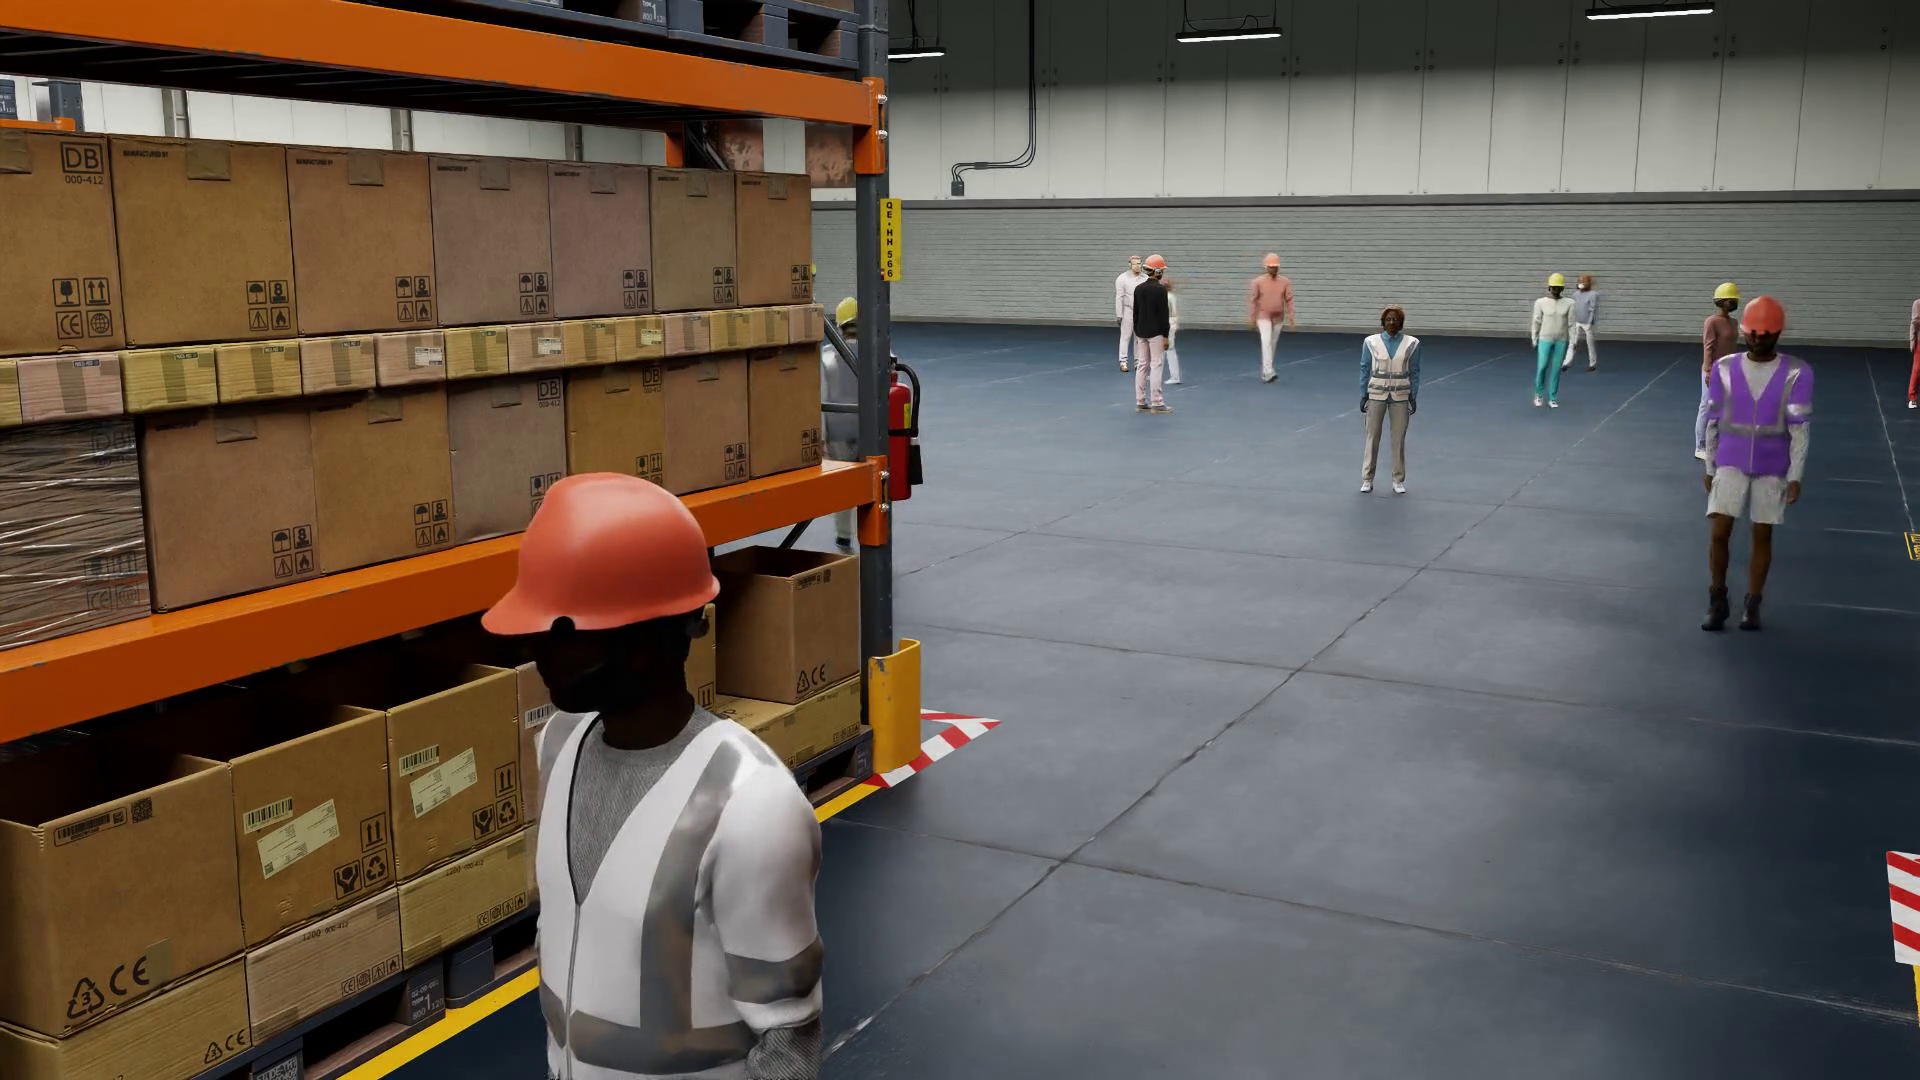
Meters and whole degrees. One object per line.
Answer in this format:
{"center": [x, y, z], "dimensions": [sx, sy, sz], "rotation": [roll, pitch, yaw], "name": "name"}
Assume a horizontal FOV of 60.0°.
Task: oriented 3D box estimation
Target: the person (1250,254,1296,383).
{"center": [4.782, -3.369, 25.360], "dimensions": [0.630, 1.937, 1.012], "rotation": [-1, 10, -8], "name": "person"}

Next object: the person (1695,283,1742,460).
{"center": [7.609, -1.681, 16.651], "dimensions": [0.525, 1.772, 0.305], "rotation": [-8, 13, -37], "name": "person"}

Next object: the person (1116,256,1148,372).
{"center": [2.884, -3.727, 27.433], "dimensions": [0.654, 1.906, 0.406], "rotation": [-5, 11, -23], "name": "person"}

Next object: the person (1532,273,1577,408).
{"center": [7.734, -2.584, 21.629], "dimensions": [0.532, 1.754, 0.470], "rotation": [1, 10, 7], "name": "person"}

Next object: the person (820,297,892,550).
{"center": [-0.731, -0.788, 11.670], "dimensions": [0.599, 1.812, 0.708], "rotation": [-3, 11, -15], "name": "person"}

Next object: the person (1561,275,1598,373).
{"center": [10.124, -3.509, 27.102], "dimensions": [0.859, 1.591, 0.516], "rotation": [-7, 13, -35], "name": "person"}

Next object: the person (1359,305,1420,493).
{"center": [3.740, -1.226, 14.523], "dimensions": [0.514, 1.641, 0.307], "rotation": [2, 11, 10], "name": "person"}

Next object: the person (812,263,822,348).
{"center": [-2.704, -3.942, 28.975], "dimensions": [0.983, 1.770, 0.604], "rotation": [-1, 10, -6], "name": "person"}

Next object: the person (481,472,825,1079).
{"center": [-0.430, 0.860, 2.344], "dimensions": [0.547, 1.934, 0.376], "rotation": [10, 14, 43], "name": "person"}

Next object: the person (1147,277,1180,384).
{"center": [3.020, -3.155, 25.106], "dimensions": [0.736, 1.608, 0.535], "rotation": [3, 11, 17], "name": "person"}

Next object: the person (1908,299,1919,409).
{"center": [12.560, -2.563, 21.496], "dimensions": [0.523, 1.761, 0.333], "rotation": [1, 10, 8], "name": "person"}

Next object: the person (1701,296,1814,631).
{"center": [4.462, -0.407, 9.349], "dimensions": [0.545, 1.909, 0.606], "rotation": [6, 12, 29], "name": "person"}

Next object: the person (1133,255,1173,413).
{"center": [2.442, -2.603, 21.060], "dimensions": [0.378, 1.995, 0.609], "rotation": [-7, 13, -35], "name": "person"}
